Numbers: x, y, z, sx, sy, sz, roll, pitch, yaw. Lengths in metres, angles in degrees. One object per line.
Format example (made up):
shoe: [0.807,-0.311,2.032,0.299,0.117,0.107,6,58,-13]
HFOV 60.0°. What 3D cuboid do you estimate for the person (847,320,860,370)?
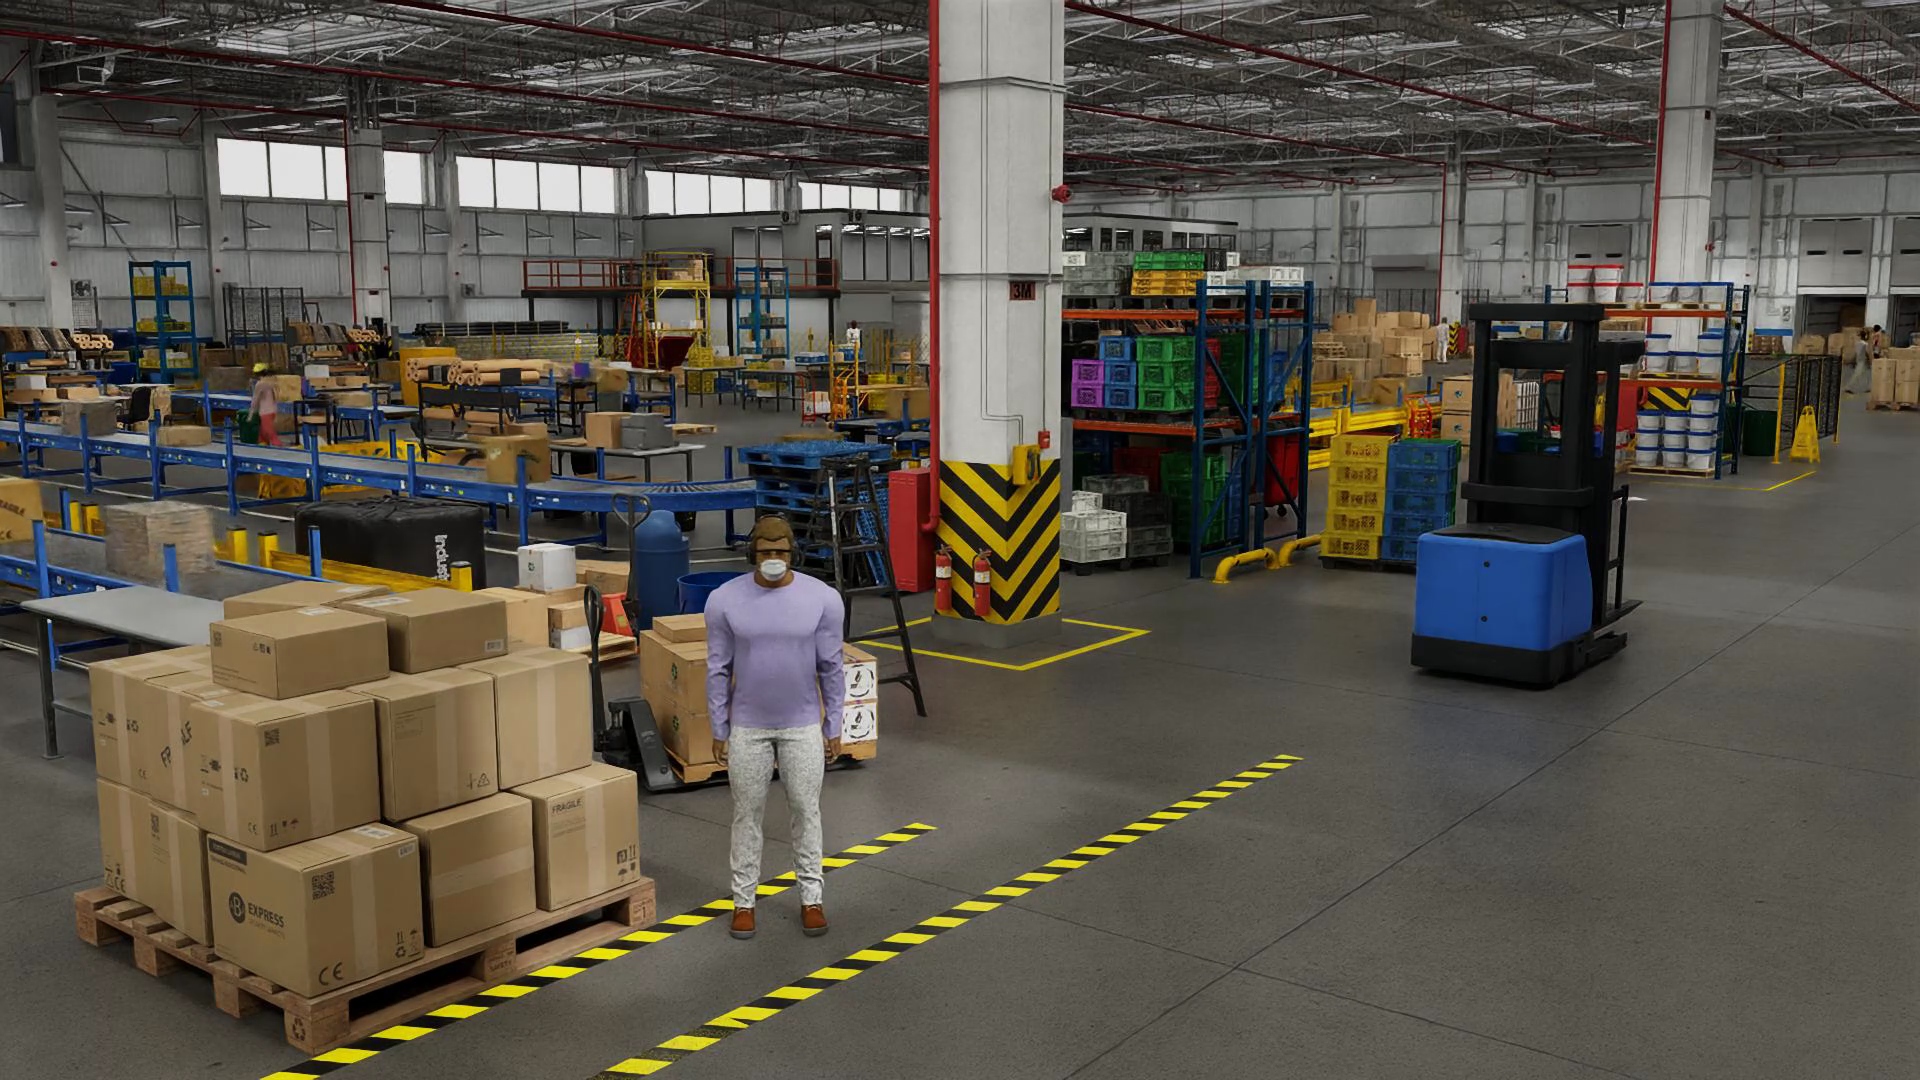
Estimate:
person: [-3.996,-7.319,62.586,0.574,1.881,0.357,-6,10,-36]

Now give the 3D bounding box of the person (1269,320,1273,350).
person: [15.781,-10.643,85.329,0.617,1.798,0.978,-1,8,-6]

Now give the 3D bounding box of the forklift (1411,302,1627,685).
forklift: [4.379,-0.438,12.852,1.129,2.768,1.873,7,11,37]

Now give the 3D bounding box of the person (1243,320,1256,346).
person: [15.344,-11.205,88.577,1.027,1.931,0.624,4,9,23]

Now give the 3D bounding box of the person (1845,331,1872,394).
person: [26.000,-5.104,47.885,1.003,1.813,0.555,0,8,1]

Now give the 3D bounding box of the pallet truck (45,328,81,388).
pallet truck: [-23.775,-4.544,43.495,1.885,1.965,0.823,6,10,35]

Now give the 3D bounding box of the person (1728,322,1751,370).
person: [29.588,-7.362,63.173,0.960,1.790,0.622,6,11,37]

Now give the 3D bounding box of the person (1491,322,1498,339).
person: [18.369,-6.646,57.754,0.607,1.969,0.640,2,9,11]

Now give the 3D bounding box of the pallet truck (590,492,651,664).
pallet truck: [-3.115,0.344,12.883,0.653,1.274,1.630,7,11,37]

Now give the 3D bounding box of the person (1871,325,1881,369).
person: [35.277,-7.445,64.047,0.316,1.698,0.541,6,11,37]

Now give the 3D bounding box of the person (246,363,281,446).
person: [-11.691,-2.080,27.770,0.869,1.723,0.540,0,8,2]

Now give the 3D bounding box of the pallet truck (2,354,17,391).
pallet truck: [-24.881,-4.417,42.634,1.885,1.965,0.823,8,11,41]

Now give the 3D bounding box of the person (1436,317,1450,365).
person: [19.624,-8.081,67.554,0.370,1.934,0.627,-6,10,-33]

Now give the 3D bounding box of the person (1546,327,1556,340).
person: [15.426,-4.561,43.463,0.691,2.000,0.627,-3,9,-18]

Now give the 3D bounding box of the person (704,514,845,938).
person: [-0.827,0.836,7.474,0.625,1.931,0.378,-1,8,-6]

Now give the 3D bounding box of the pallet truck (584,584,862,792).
pallet truck: [-1.426,0.805,10.019,1.601,1.201,0.680,-4,9,-26]
